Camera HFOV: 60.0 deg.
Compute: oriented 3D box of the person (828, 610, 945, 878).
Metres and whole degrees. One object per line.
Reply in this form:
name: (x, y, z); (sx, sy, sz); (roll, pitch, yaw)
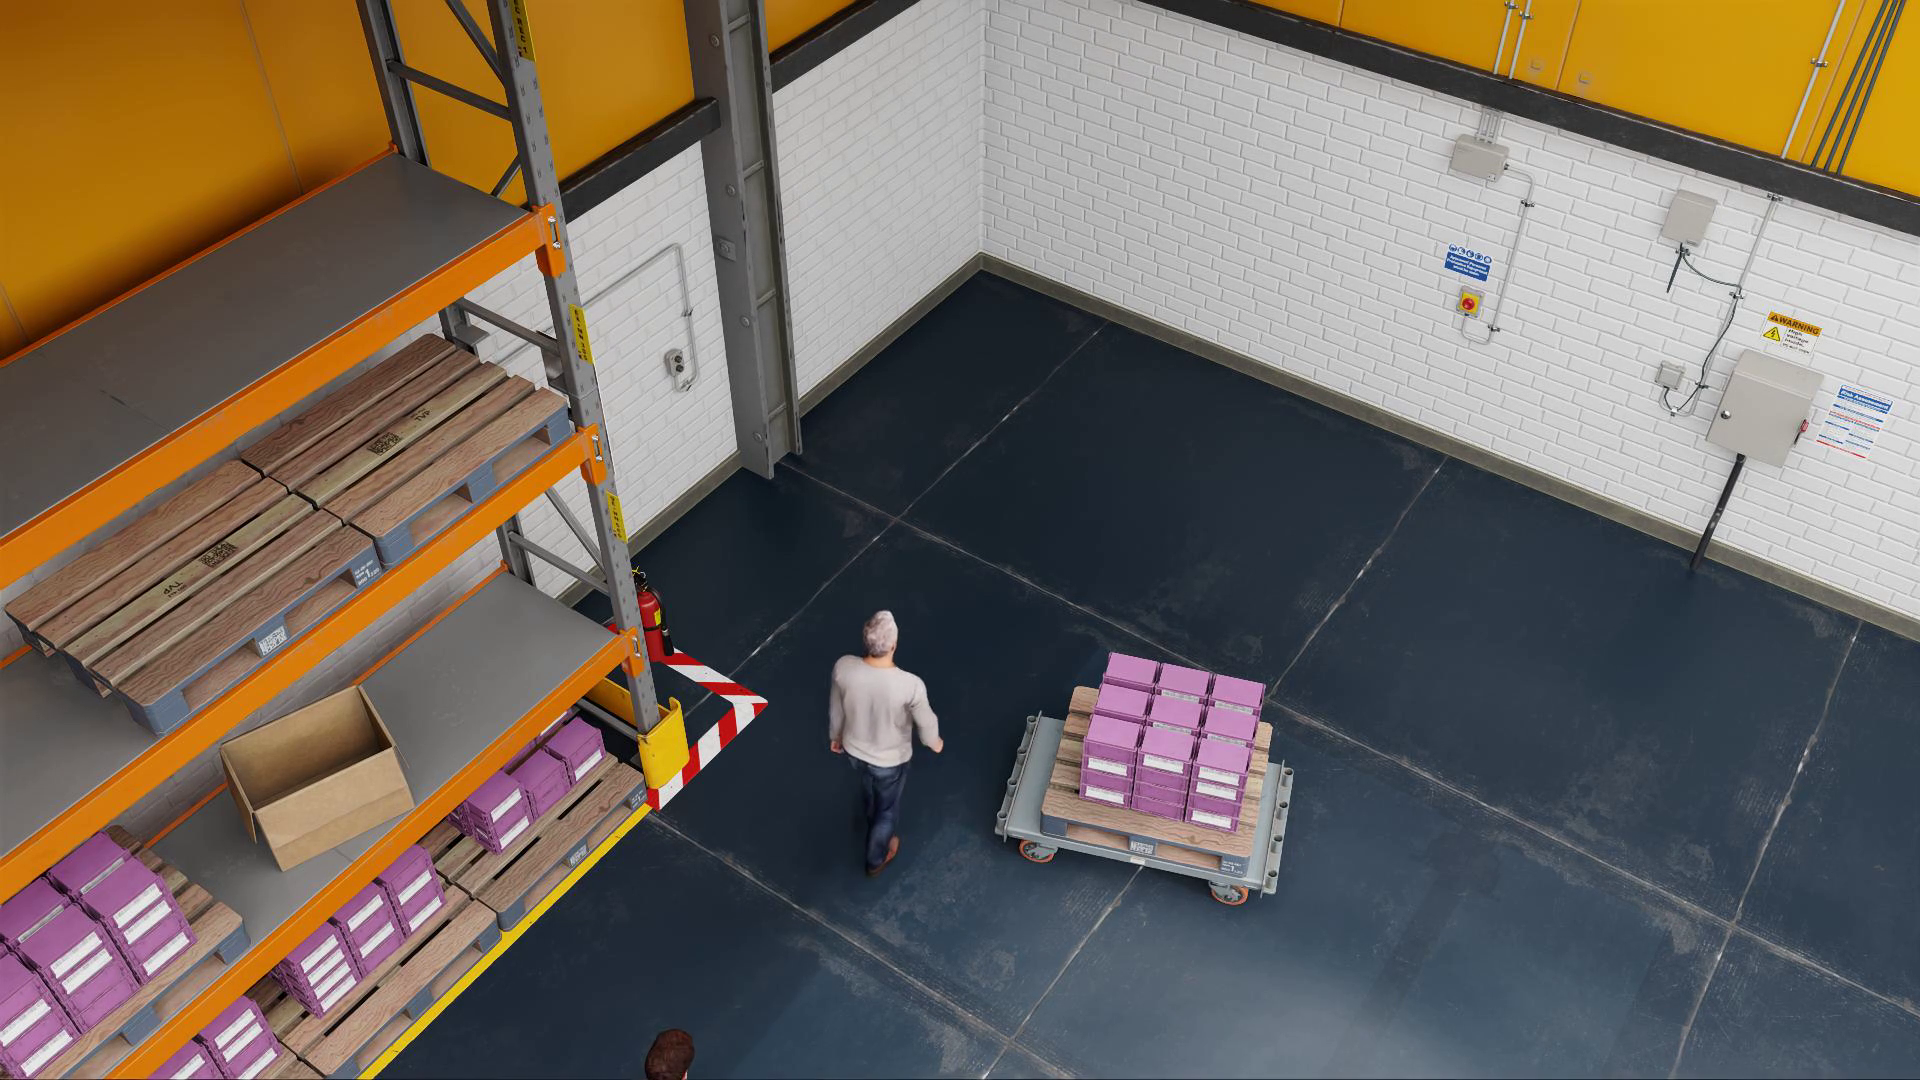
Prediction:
person: (-0.493, 1.224, 9.266); (0.784, 1.881, 0.830); (22, 48, 21)
